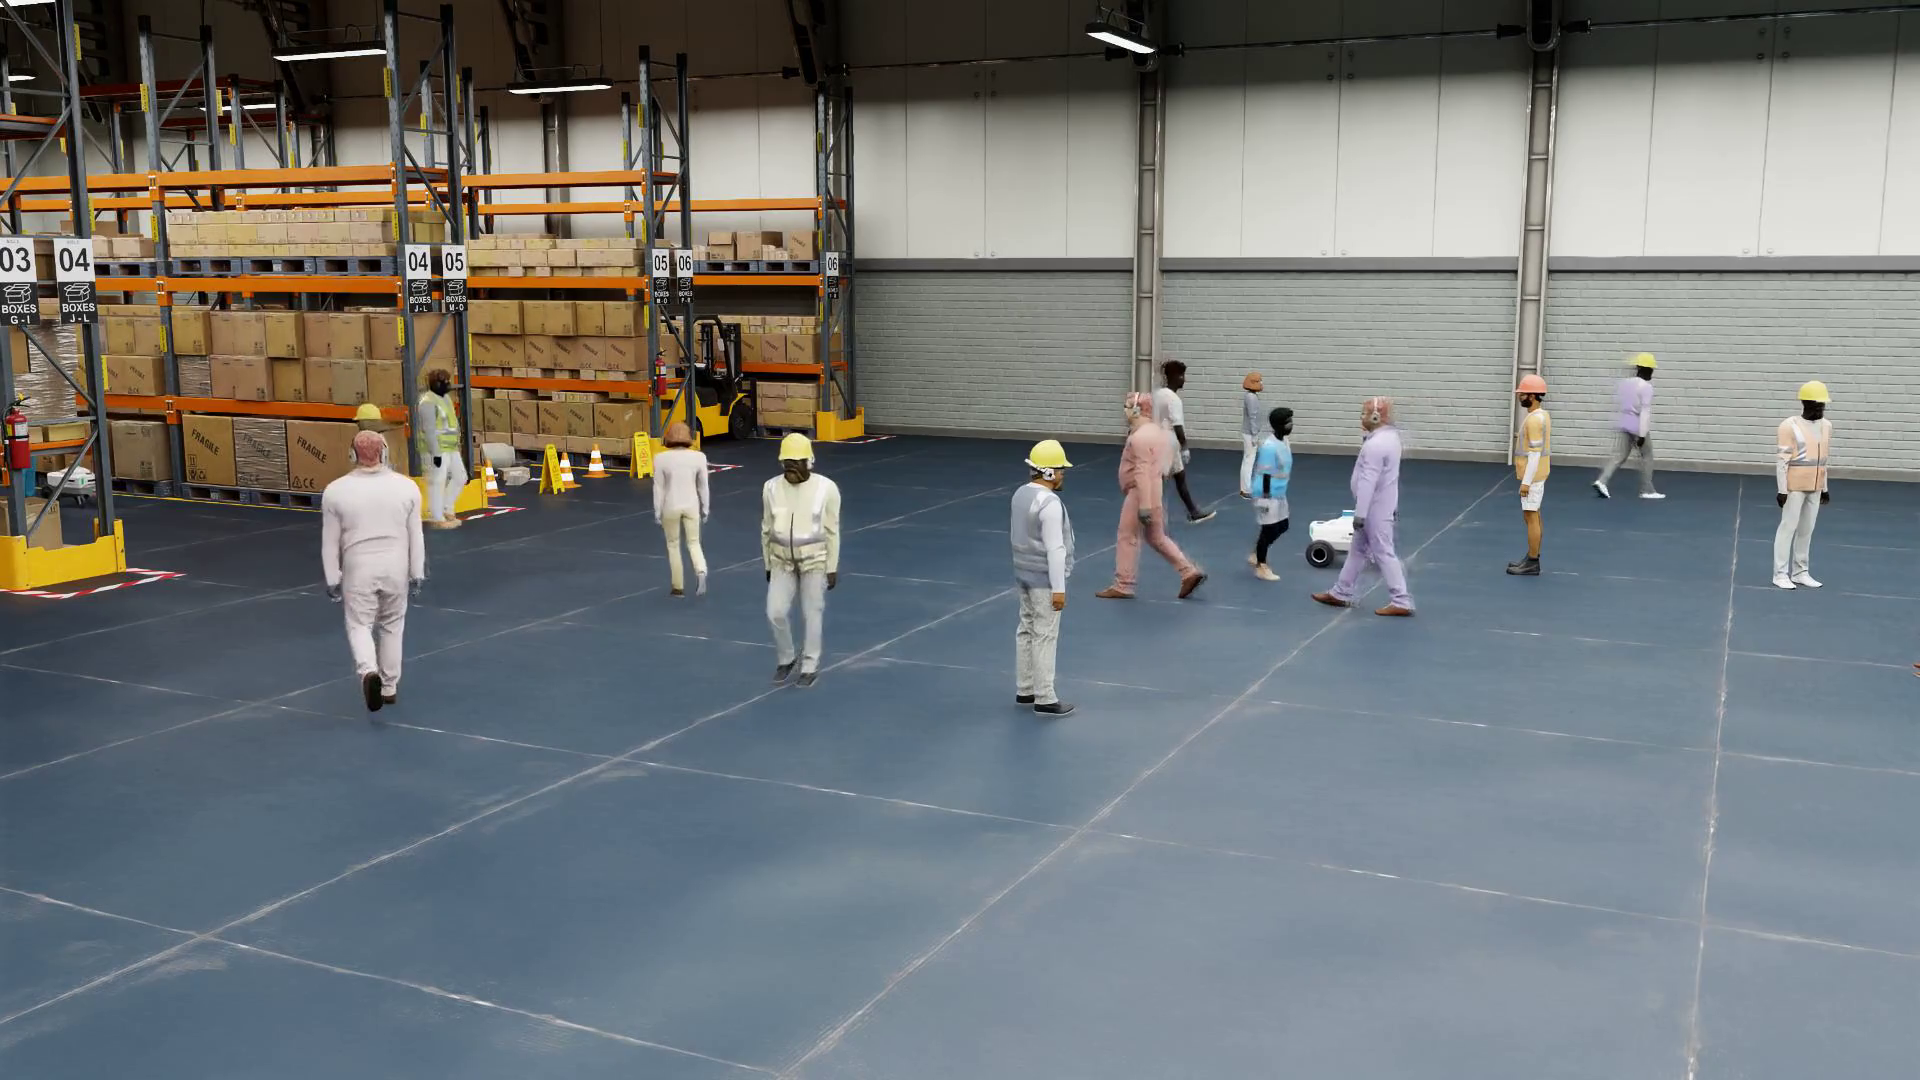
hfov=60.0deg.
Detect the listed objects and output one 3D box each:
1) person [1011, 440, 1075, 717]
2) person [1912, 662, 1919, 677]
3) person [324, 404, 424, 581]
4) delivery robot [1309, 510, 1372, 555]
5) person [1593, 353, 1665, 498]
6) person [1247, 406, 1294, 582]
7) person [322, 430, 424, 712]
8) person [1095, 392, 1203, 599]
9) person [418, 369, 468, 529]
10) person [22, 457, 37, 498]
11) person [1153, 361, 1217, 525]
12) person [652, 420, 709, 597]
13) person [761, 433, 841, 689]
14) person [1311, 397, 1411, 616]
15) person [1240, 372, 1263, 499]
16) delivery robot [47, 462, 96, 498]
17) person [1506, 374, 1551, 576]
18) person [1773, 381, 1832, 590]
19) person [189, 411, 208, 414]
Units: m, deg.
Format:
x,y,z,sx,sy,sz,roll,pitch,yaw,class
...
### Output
x,y,z,sx,sy,sz,roll,pitch,yaw,class
0.557,0.248,11.028,0.403,1.830,0.601,-4,10,-22,person
7.104,0.188,12.007,0.286,1.631,0.501,5,11,29,person
-5.488,-0.428,15.573,0.895,1.688,0.504,-4,10,-21,person
3.842,-0.055,16.507,0.707,0.478,0.477,3,10,18,delivery robot
8.602,-1.453,21.288,0.899,1.898,0.595,-2,10,-13,person
2.939,-0.433,15.684,0.427,1.670,0.537,6,11,31,person
-3.889,0.214,11.076,0.650,1.887,0.709,-5,10,-26,person
1.708,-0.385,14.811,0.889,1.877,0.655,3,10,18,person
-5.841,-1.020,18.812,0.487,1.828,0.661,0,9,2,person
-11.129,-1.181,19.746,0.390,1.846,0.565,0,9,-1,person
2.446,-1.093,19.005,1.023,1.907,0.628,-1,9,-6,person
-2.469,-0.259,14.812,0.503,1.614,0.561,-4,10,-23,person
-1.124,0.155,11.663,0.594,1.817,0.432,2,9,11,person
3.488,-0.291,14.254,0.909,1.858,0.669,4,10,23,person
3.758,-1.343,21.382,0.278,1.636,0.505,1,9,4,person
-10.989,-0.734,20.671,0.707,0.478,0.477,4,10,26,delivery robot
5.493,-0.624,16.049,0.362,1.939,0.542,4,10,25,person
7.803,-0.505,15.357,0.595,1.924,0.376,-3,10,-20,person
-11.773,-2.278,25.872,0.391,2.040,0.615,6,11,33,person
